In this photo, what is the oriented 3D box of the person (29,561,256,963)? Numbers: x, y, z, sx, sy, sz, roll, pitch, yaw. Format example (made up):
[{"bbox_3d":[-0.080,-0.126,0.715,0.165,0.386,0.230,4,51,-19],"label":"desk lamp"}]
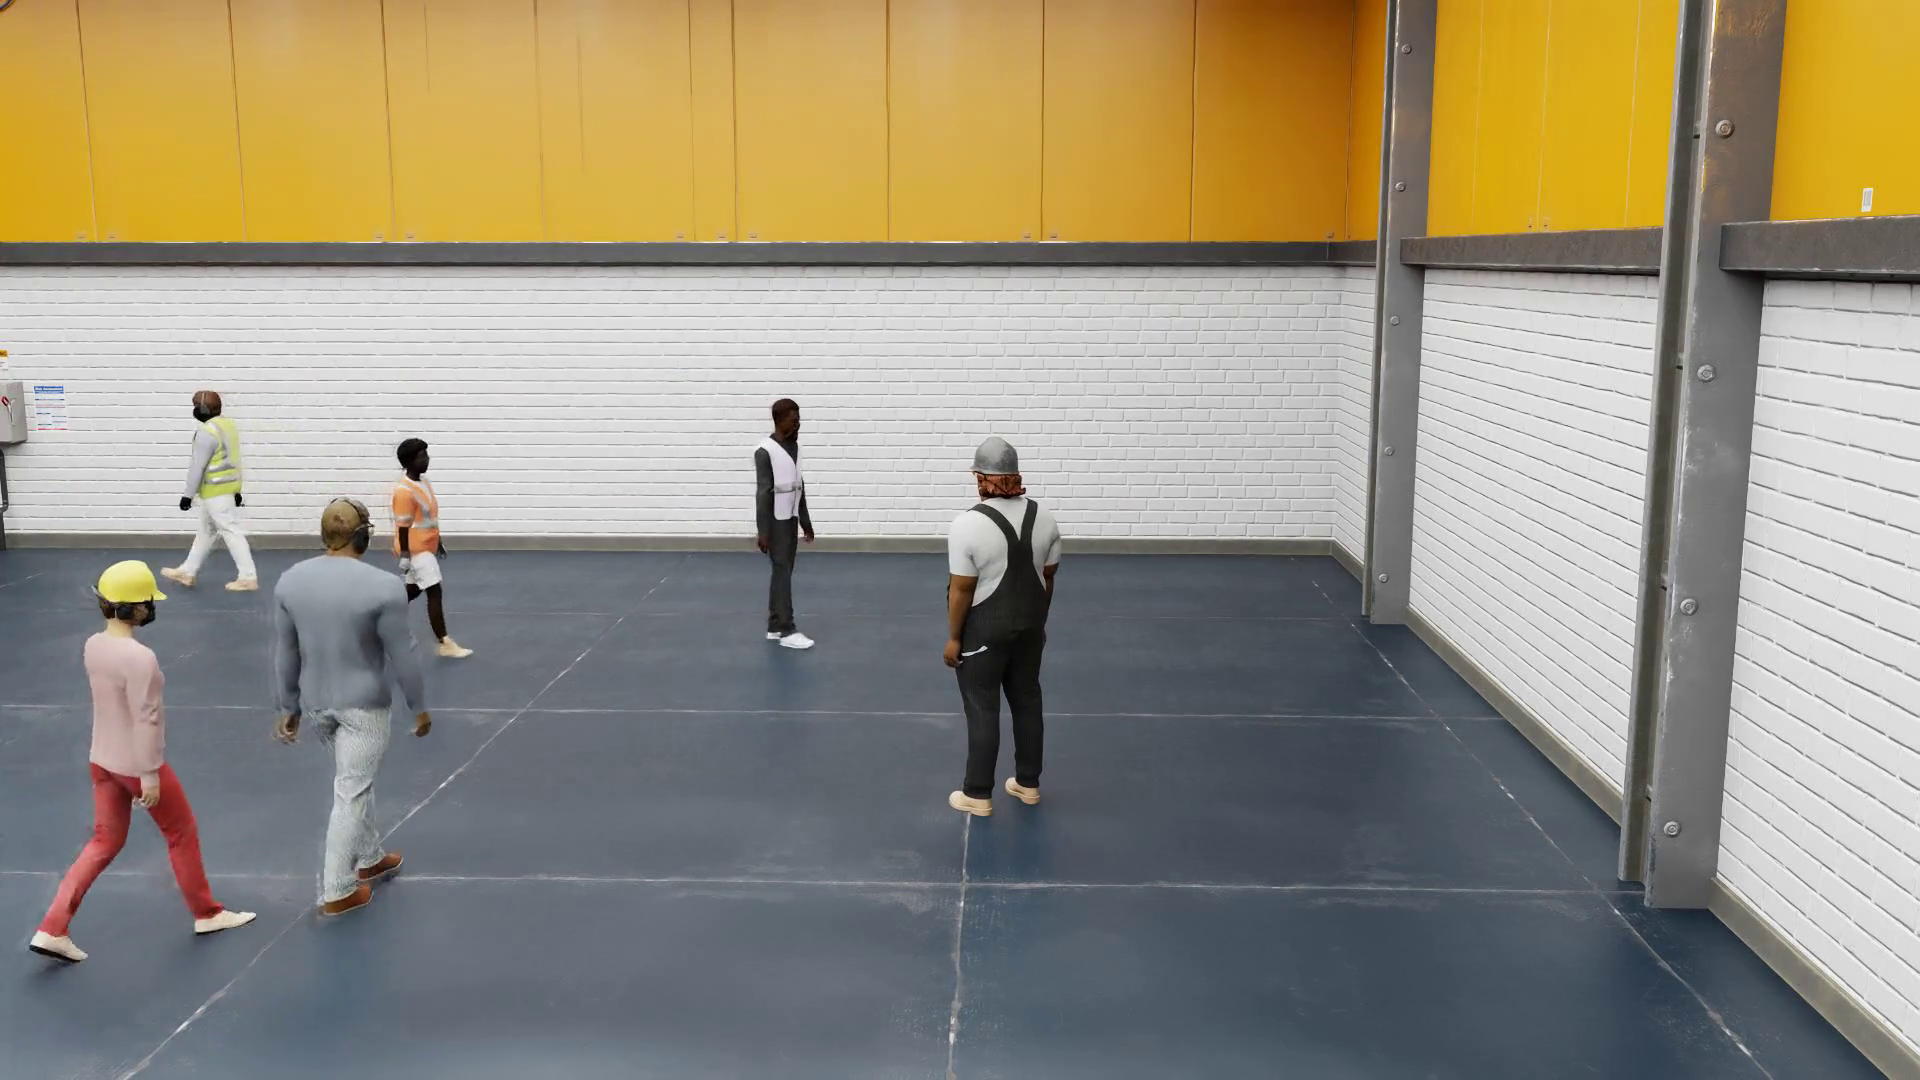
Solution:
[{"bbox_3d":[-3.563,0.936,7.099,0.540,1.720,0.878,7,12,36],"label":"person"}]

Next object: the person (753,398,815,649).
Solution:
[{"bbox_3d":[-1.328,-0.135,12.819,0.504,1.917,0.618,4,10,21],"label":"person"}]

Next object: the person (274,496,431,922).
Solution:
[{"bbox_3d":[-2.736,0.739,7.684,0.647,1.906,0.819,3,10,17],"label":"person"}]

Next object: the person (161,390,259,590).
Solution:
[{"bbox_3d":[-6.760,-0.429,14.866,0.932,1.799,0.627,-1,10,-7],"label":"person"}]

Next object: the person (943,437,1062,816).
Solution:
[{"bbox_3d":[0.172,0.454,8.984,0.674,2.000,0.536,-6,12,-33],"label":"person"}]

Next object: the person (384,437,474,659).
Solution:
[{"bbox_3d":[-4.083,0.062,12.357,0.811,1.668,0.527,-1,10,-5],"label":"person"}]
